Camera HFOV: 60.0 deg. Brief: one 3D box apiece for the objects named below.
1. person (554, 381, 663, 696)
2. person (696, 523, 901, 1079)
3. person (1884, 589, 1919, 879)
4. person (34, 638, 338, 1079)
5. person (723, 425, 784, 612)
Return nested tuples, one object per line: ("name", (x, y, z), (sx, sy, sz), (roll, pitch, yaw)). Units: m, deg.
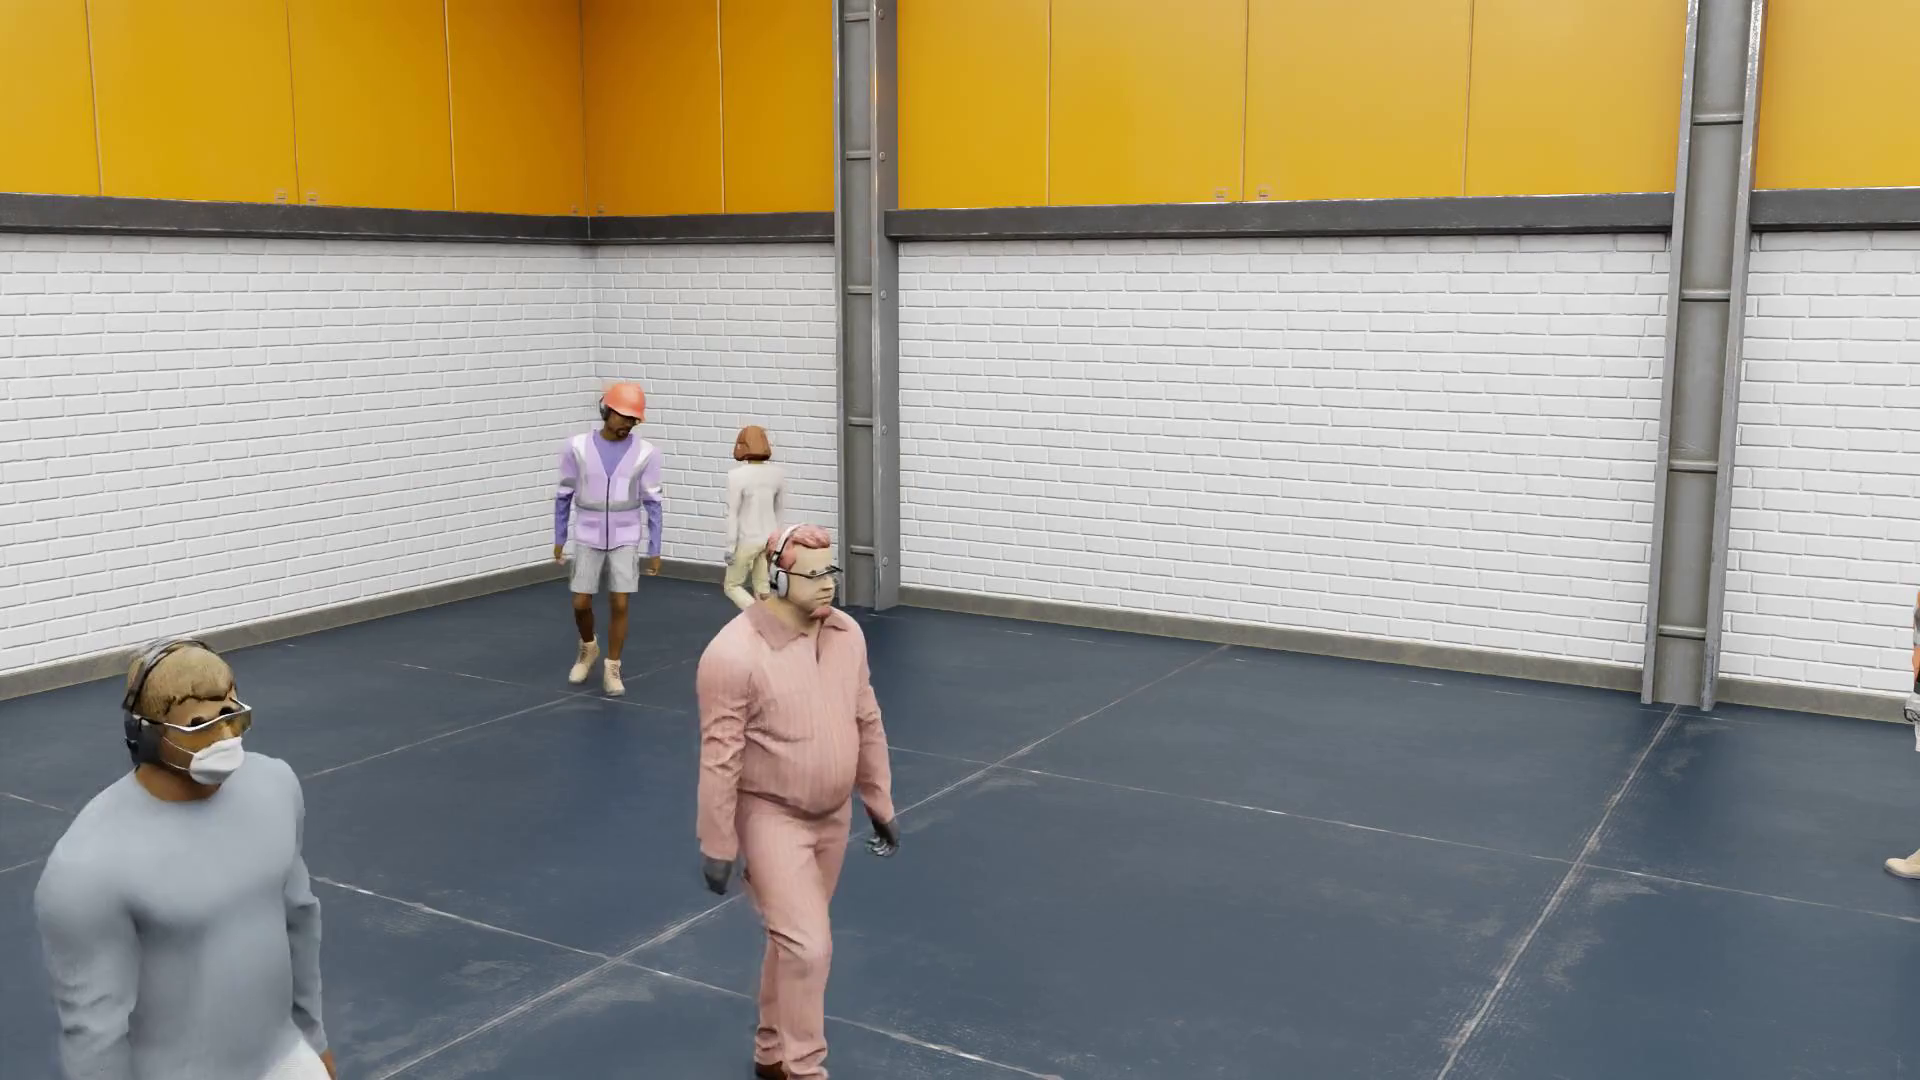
("person", (-2.198, -0.010, 10.443), (0.679, 1.991, 0.731), (-2, 9, -10))
("person", (-0.435, 0.886, 5.163), (0.732, 1.880, 0.671), (7, 11, 37))
("person", (4.321, 0.647, 7.242), (0.535, 1.700, 0.318), (-5, 11, -30))
("person", (-1.557, 1.141, 3.440), (0.456, 1.928, 0.655), (3, 10, 21))
("person", (-1.393, 0.029, 11.349), (0.400, 1.617, 0.516), (8, 12, 41))
